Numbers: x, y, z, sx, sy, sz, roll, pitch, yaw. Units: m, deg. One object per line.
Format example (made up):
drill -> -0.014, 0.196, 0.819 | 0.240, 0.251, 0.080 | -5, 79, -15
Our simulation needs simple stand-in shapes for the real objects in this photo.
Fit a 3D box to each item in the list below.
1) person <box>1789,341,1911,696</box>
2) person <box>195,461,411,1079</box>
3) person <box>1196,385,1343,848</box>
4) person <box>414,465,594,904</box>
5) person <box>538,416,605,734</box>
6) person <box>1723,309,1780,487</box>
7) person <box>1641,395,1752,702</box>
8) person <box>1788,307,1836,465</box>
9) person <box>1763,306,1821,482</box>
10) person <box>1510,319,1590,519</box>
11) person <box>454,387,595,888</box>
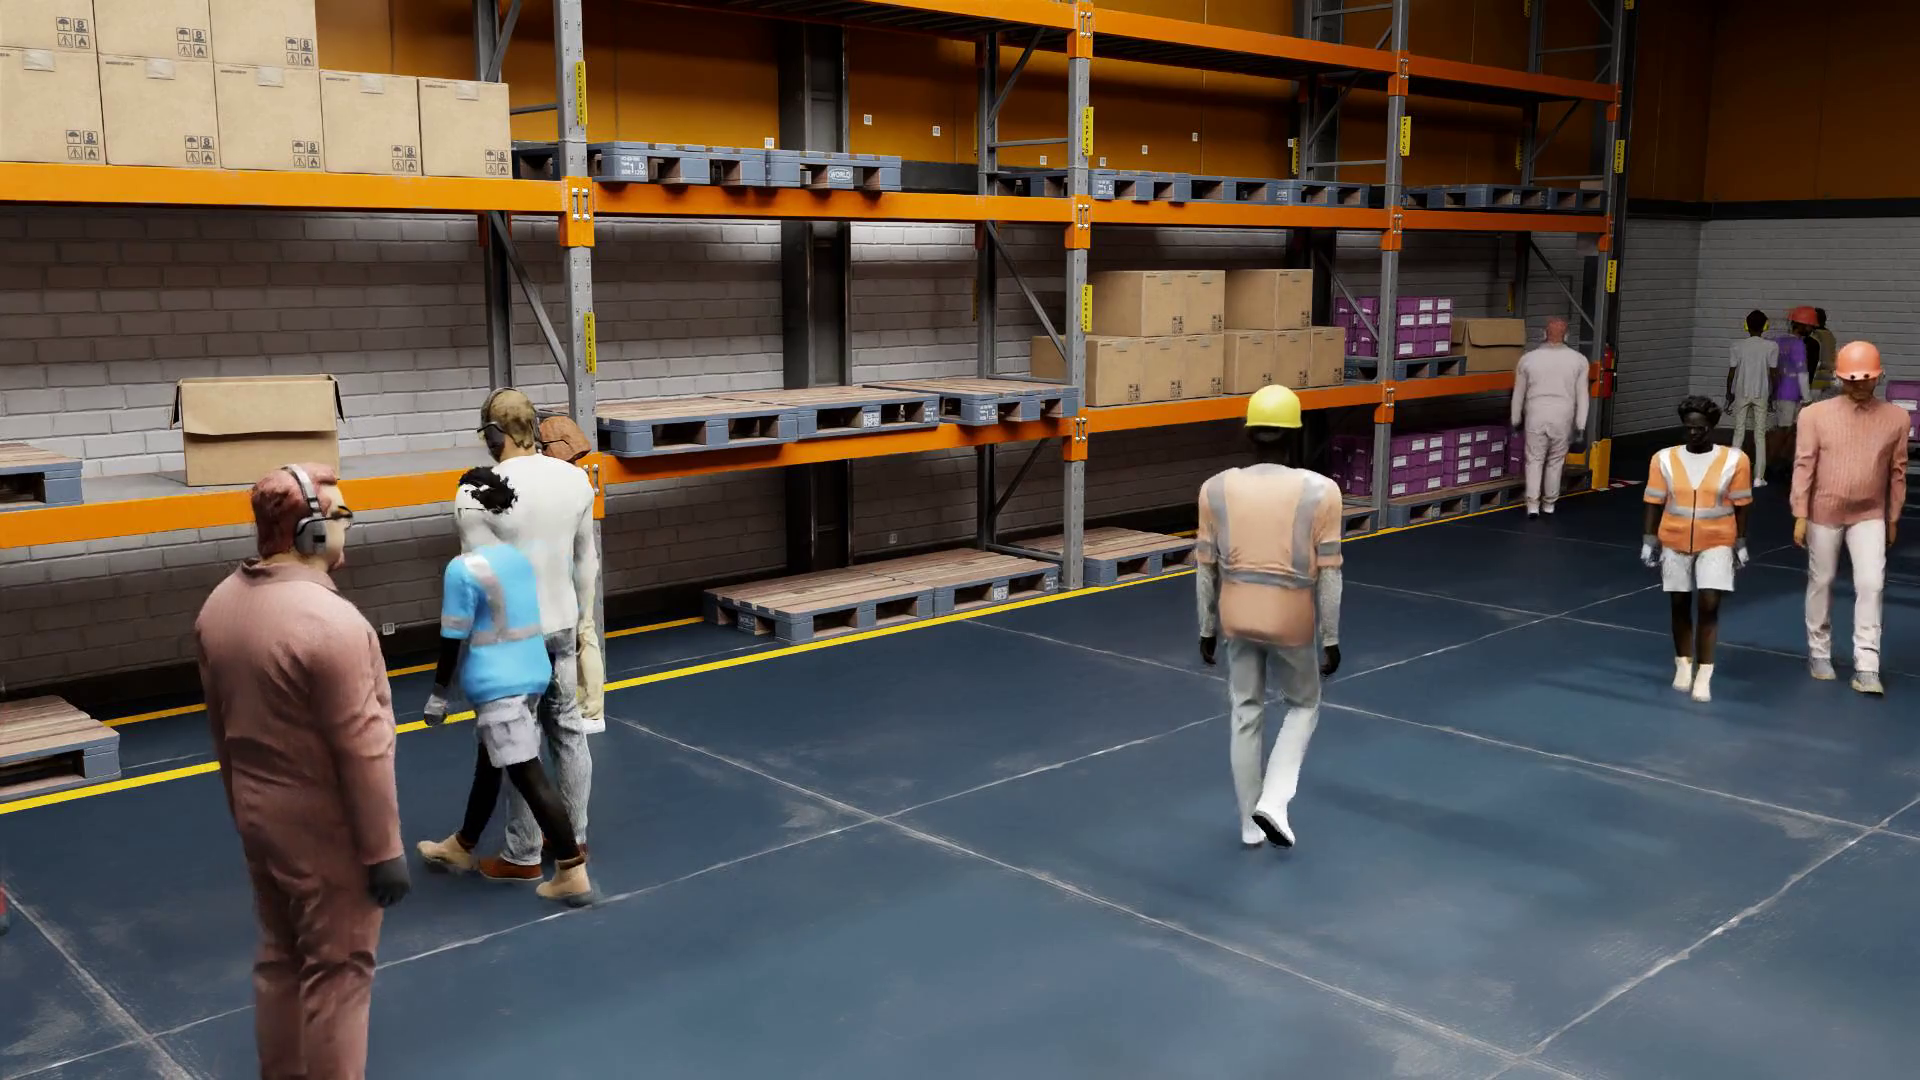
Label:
person -> 4.969, -0.121, 9.287 | 0.620, 1.952, 0.862 | 3, 10, 17
person -> -1.674, 0.746, 4.374 | 0.647, 1.908, 0.403 | 7, 12, 37
person -> 1.254, 0.329, 6.763 | 0.605, 1.916, 0.422 | 5, 11, 25
person -> -1.748, 0.544, 6.289 | 0.877, 1.652, 0.541 | 3, 10, 19
person -> -1.988, 0.180, 8.496 | 0.270, 1.627, 0.502 | -4, 11, -23
person -> 8.356, -1.493, 17.571 | 0.517, 1.875, 0.328 | 5, 11, 28
person -> 4.003, 0.046, 9.117 | 0.552, 1.669, 0.664 | 6, 12, 33
person -> 9.905, -1.783, 19.368 | 0.633, 1.839, 0.429 | -9, 13, -43
person -> 8.925, -1.553, 17.847 | 0.597, 1.900, 0.555 | 2, 10, 14
person -> 5.469, -1.114, 15.447 | 0.682, 1.854, 0.802 | 4, 10, 20
person -> -1.685, 0.377, 6.448 | 0.372, 1.934, 0.627 | 6, 12, 33
